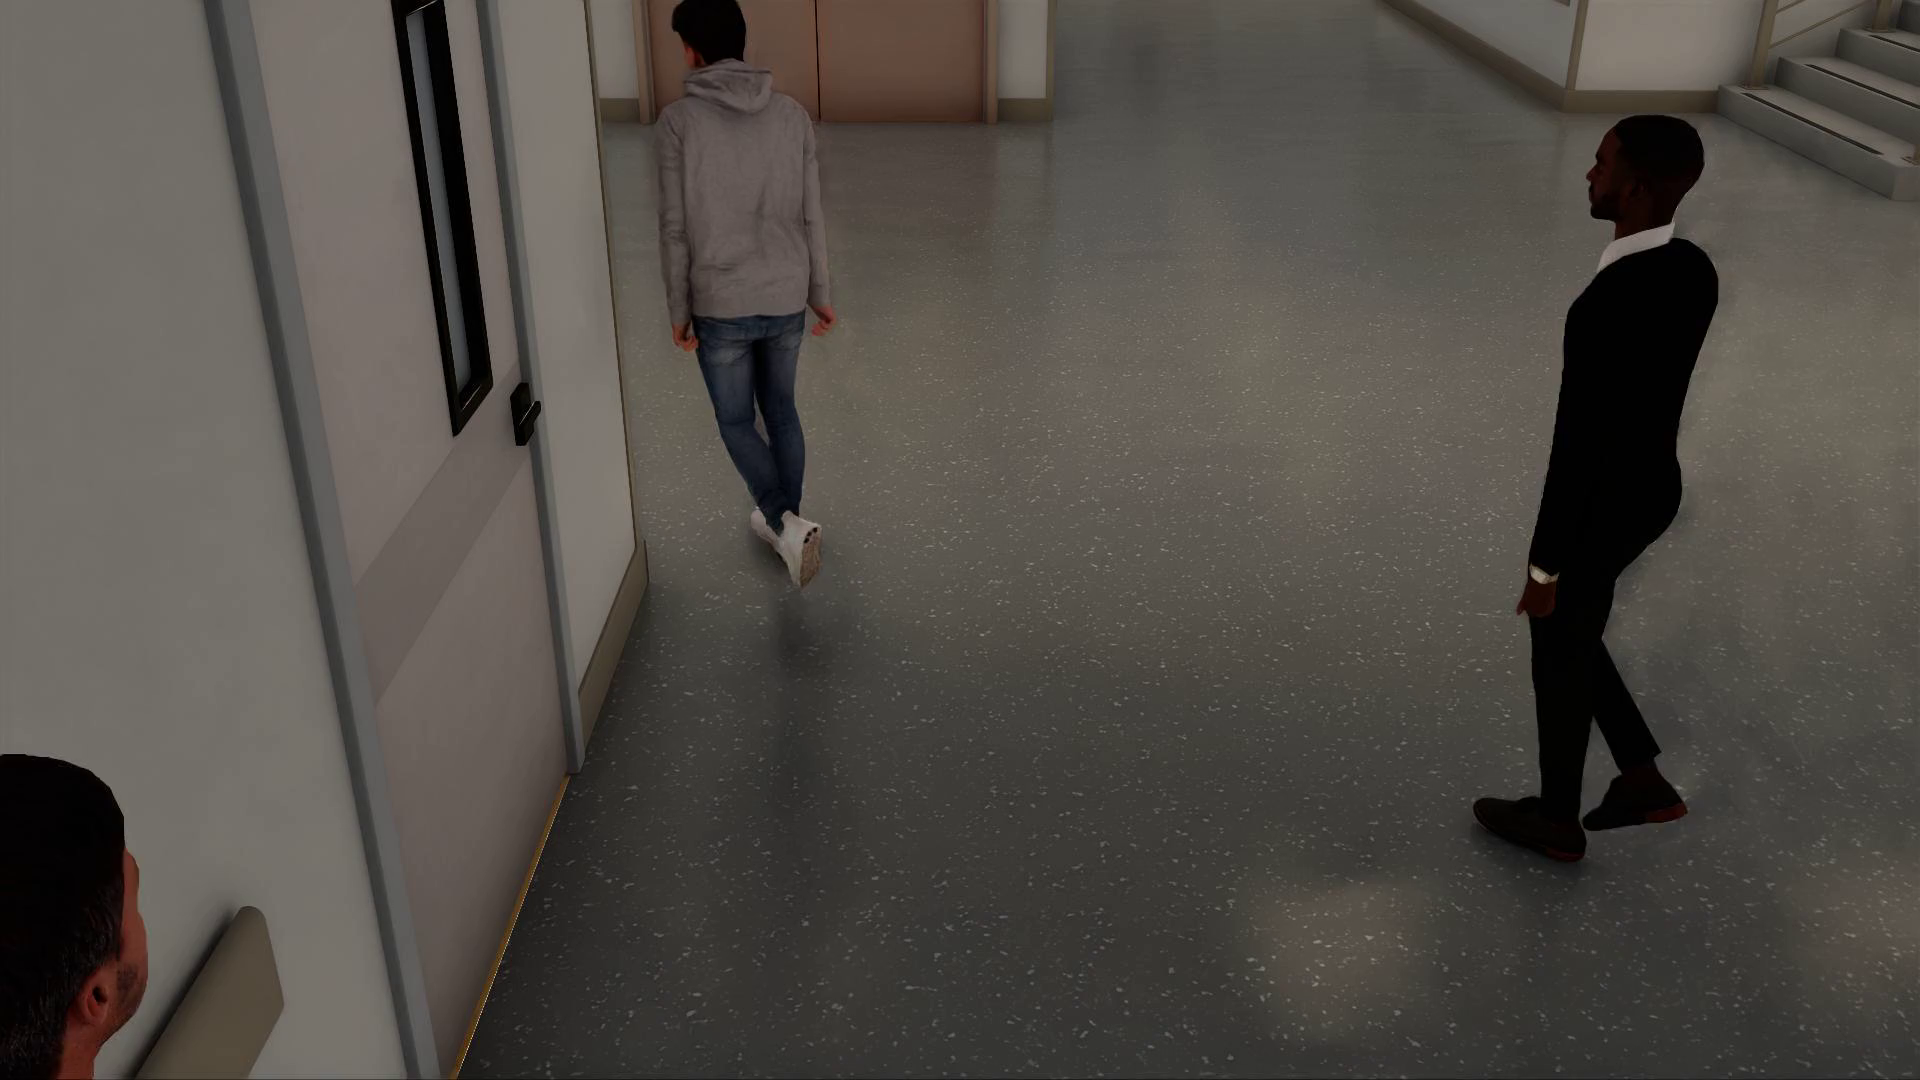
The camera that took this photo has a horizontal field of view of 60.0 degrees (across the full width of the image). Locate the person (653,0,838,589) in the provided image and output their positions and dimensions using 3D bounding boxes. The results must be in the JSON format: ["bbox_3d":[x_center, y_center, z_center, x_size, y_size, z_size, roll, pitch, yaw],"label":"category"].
[{"bbox_3d":[-0.618,-0.686,5.038,1.103,1.826,1.056,-10,28,-20],"label":"person"}]

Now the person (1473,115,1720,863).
[{"bbox_3d":[1.520,-0.016,3.688,0.911,1.792,0.851,23,34,39],"label":"person"}]
